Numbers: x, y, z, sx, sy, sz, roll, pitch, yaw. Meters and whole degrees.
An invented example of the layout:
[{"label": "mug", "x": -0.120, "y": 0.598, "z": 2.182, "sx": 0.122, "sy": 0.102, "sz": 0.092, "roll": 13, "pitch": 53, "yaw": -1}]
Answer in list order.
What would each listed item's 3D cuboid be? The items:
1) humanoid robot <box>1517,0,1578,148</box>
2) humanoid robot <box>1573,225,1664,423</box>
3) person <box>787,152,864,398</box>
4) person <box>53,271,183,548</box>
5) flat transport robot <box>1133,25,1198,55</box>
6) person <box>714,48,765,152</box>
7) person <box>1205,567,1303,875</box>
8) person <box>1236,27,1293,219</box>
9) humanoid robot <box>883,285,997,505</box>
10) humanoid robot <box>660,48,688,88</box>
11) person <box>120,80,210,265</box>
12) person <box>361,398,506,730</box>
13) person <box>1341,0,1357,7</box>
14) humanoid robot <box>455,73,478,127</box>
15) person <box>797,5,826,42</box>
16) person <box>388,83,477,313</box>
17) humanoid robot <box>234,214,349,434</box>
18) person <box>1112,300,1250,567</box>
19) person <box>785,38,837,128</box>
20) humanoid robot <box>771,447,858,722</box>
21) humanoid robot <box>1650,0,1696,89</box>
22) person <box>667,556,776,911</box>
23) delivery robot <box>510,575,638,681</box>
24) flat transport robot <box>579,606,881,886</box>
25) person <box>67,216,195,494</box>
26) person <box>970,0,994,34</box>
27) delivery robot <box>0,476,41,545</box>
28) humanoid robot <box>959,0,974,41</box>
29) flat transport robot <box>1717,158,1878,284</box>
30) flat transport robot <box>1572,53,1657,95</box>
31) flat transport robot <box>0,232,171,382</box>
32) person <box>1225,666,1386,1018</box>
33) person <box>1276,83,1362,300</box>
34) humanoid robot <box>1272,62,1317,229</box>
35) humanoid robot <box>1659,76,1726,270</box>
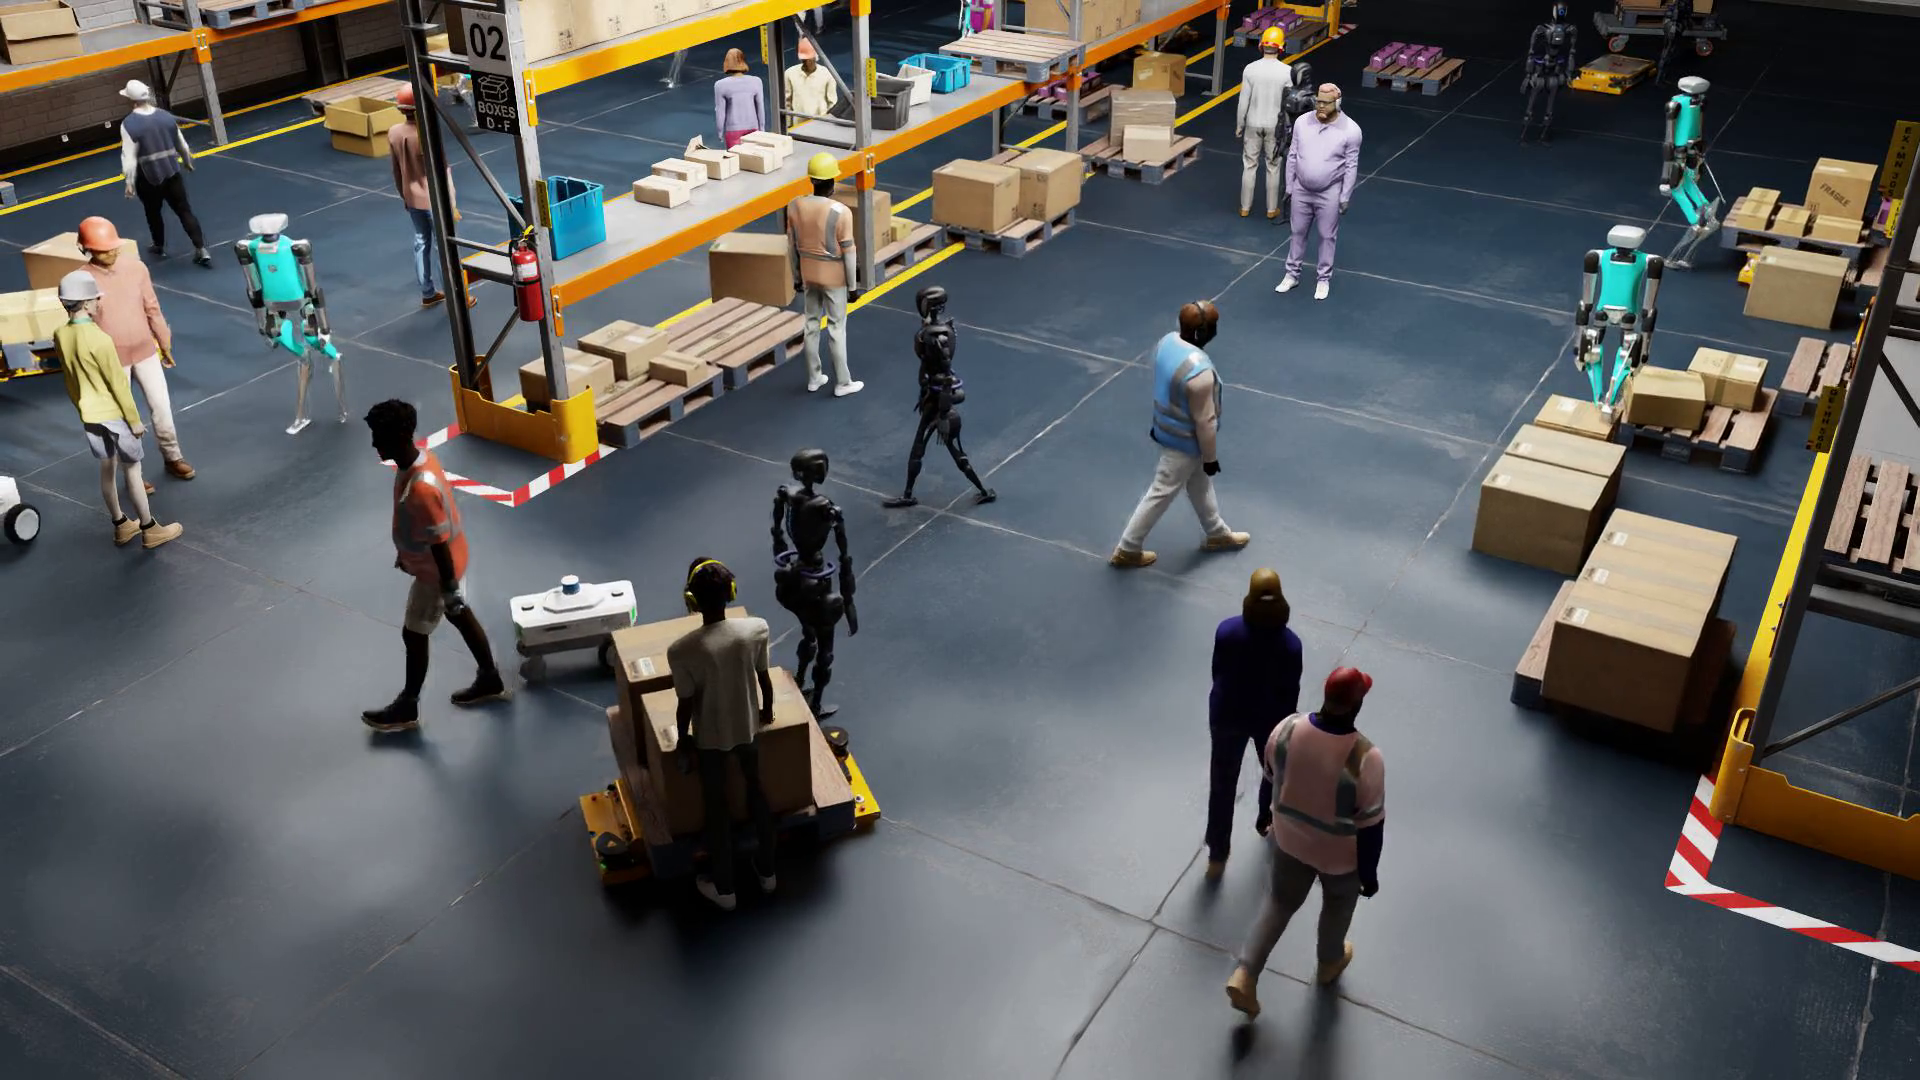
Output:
[{"label": "humanoid robot", "x": 6.662, "y": -5.270, "z": 18.832, "sx": 0.589, "sy": 1.654, "sz": 0.323, "roll": -2, "pitch": 30, "yaw": -4}, {"label": "humanoid robot", "x": 4.549, "y": -1.295, "z": 11.733, "sx": 0.571, "sy": 1.720, "sz": 1.000, "roll": 14, "pitch": 32, "yaw": 23}, {"label": "person", "x": -1.044, "y": -2.041, "z": 12.868, "sx": 0.587, "sy": 1.928, "sz": 0.379, "roll": 16, "pitch": 33, "yaw": 25}, {"label": "person", "x": -5.512, "y": -0.818, "z": 10.751, "sx": 0.474, "sy": 1.885, "sz": 0.396, "roll": 10, "pitch": 31, "yaw": 17}, {"label": "flat transport robot", "x": 2.762, "y": -7.067, "z": 23.443, "sx": 0.659, "sy": 0.231, "sz": 1.431, "roll": 17, "pitch": 34, "yaw": 27}, {"label": "person", "x": -2.230, "y": -4.171, "z": 16.940, "sx": 0.498, "sy": 1.628, "sz": 0.289, "roll": -7, "pitch": 30, "yaw": -12}, {"label": "person", "x": 1.435, "y": 0.826, "z": 8.147, "sx": 0.445, "sy": 1.577, "sz": 0.803, "roll": 9, "pitch": 31, "yaw": 16}, {"label": "person", "x": 3.047, "y": -4.163, "z": 16.656, "sx": 0.561, "sy": 1.895, "sz": 0.378, "roll": 8, "pitch": 30, "yaw": 13}, {"label": "humanoid robot", "x": -0.133, "y": -0.937, "z": 11.232, "sx": 0.795, "sy": 1.631, "sz": 0.609, "roll": -9, "pitch": 31, "yaw": -16}, {"label": "humanoid robot", "x": -3.766, "y": -6.663, "z": 21.223, "sx": 0.781, "sy": 1.751, "sz": 0.586, "roll": -12, "pitch": 31, "yaw": -20}, {"label": "person", "x": -7.462, "y": -3.422, "z": 15.518, "sx": 0.904, "sy": 1.719, "sz": 0.781, "roll": 20, "pitch": 35, "yaw": 32}, {"label": "person", "x": -2.987, "y": 0.145, "z": 8.990, "sx": 0.863, "sy": 1.930, "sz": 0.626, "roll": -9, "pitch": 31, "yaw": -15}, {"label": "person", "x": 6.043, "y": -9.117, "z": 25.560, "sx": 0.327, "sy": 1.751, "sz": 0.562, "roll": 1, "pitch": 29, "yaw": 2}, {"label": "humanoid robot", "x": -5.546, "y": -5.588, "z": 19.350, "sx": 0.559, "sy": 1.735, "sz": 1.028, "roll": 24, "pitch": 37, "yaw": 36}, {"label": "person", "x": -2.157, "y": -8.089, "z": 23.607, "sx": 0.502, "sy": 1.885, "sz": 1.057, "roll": 4, "pitch": 30, "yaw": 7}, {"label": "person", "x": -4.604, "y": -2.955, "z": 14.414, "sx": 0.620, "sy": 1.995, "sz": 0.369, "roll": 15, "pitch": 33, "yaw": 24}, {"label": "humanoid robot", "x": -4.885, "y": -1.637, "z": 12.354, "sx": 0.534, "sy": 1.775, "sz": 0.788, "roll": -1, "pitch": 29, "yaw": -1}, {"label": "person", "x": 1.428, "y": -0.664, "z": 10.566, "sx": 0.969, "sy": 1.798, "sz": 0.647, "roll": -6, "pitch": 30, "yaw": -10}, {"label": "person", "x": -1.518, "y": -4.247, "z": 16.955, "sx": 0.562, "sy": 1.742, "sz": 0.338, "roll": 7, "pitch": 30, "yaw": 12}, {"label": "humanoid robot", "x": -0.798, "y": 0.240, "z": 9.077, "sx": 0.604, "sy": 1.649, "sz": 0.342, "roll": 22, "pitch": 36, "yaw": 34}, {"label": "humanoid robot", "x": 9.198, "y": -6.650, "z": 21.261, "sx": 0.315, "sy": 1.657, "sz": 0.599, "roll": 25, "pitch": 38, "yaw": 37}, {"label": "person", "x": -1.093, "y": 0.904, "z": 7.721, "sx": 0.508, "sy": 1.868, "sz": 0.329, "roll": -17, "pitch": 34, "yaw": -27}, {"label": "delivery robot", "x": -2.234, "y": 0.493, "z": 9.798, "sx": 0.803, "sy": 0.614, "sz": 0.499, "roll": -9, "pitch": 31, "yaw": -15}, {"label": "flat transport robot", "x": -1.189, "y": 1.348, "z": 8.557, "sx": 1.431, "sy": 0.231, "sz": 0.659, "roll": -11, "pitch": 31, "yaw": -18}, {"label": "person", "x": -5.738, "y": -1.276, "z": 11.462, "sx": 0.411, "sy": 1.986, "sz": 0.624, "roll": 21, "pitch": 36, "yaw": 33}, {"label": "person", "x": 0.266, "y": -6.370, "z": 20.607, "sx": 0.338, "sy": 1.845, "sz": 0.509, "roll": -4, "pitch": 30, "yaw": -8}, {"label": "delivery robot", "x": -6.503, "y": -0.140, "z": 10.892, "sx": 0.499, "sy": 0.588, "sz": 0.774, "roll": 8, "pitch": 30, "yaw": 13}, {"label": "humanoid robot", "x": 0.150, "y": -7.053, "z": 22.012, "sx": 0.548, "sy": 1.877, "sz": 0.693, "roll": 15, "pitch": 33, "yaw": 24}, {"label": "flat transport robot", "x": 7.807, "y": -2.666, "z": 15.658, "sx": 0.659, "sy": 0.231, "sz": 1.431, "roll": 16, "pitch": 33, "yaw": 27}, {"label": "flat transport robot", "x": 8.543, "y": -6.081, "z": 21.700, "sx": 0.659, "sy": 0.231, "sz": 1.431, "roll": 21, "pitch": 36, "yaw": 32}, {"label": "flat transport robot", "x": -7.317, "y": -1.596, "z": 13.765, "sx": 1.431, "sy": 0.231, "sz": 0.659, "roll": -11, "pitch": 31, "yaw": -19}, {"label": "person", "x": 1.508, "y": 1.316, "z": 7.146, "sx": 0.613, "sy": 1.726, "sz": 0.763, "roll": 22, "pitch": 36, "yaw": 33}, {"label": "person", "x": 3.165, "y": -3.085, "z": 14.737, "sx": 0.638, "sy": 1.908, "sz": 0.413, "roll": 16, "pitch": 33, "yaw": 26}, {"label": "humanoid robot", "x": 3.319, "y": -3.870, "z": 16.355, "sx": 0.337, "sy": 1.651, "sz": 0.589, "roll": -18, "pitch": 34, "yaw": -28}, {"label": "humanoid robot", "x": 6.778, "y": -3.322, "z": 15.309, "sx": 0.531, "sy": 1.762, "sz": 0.756, "roll": -19, "pitch": 35, "yaw": -30}]
